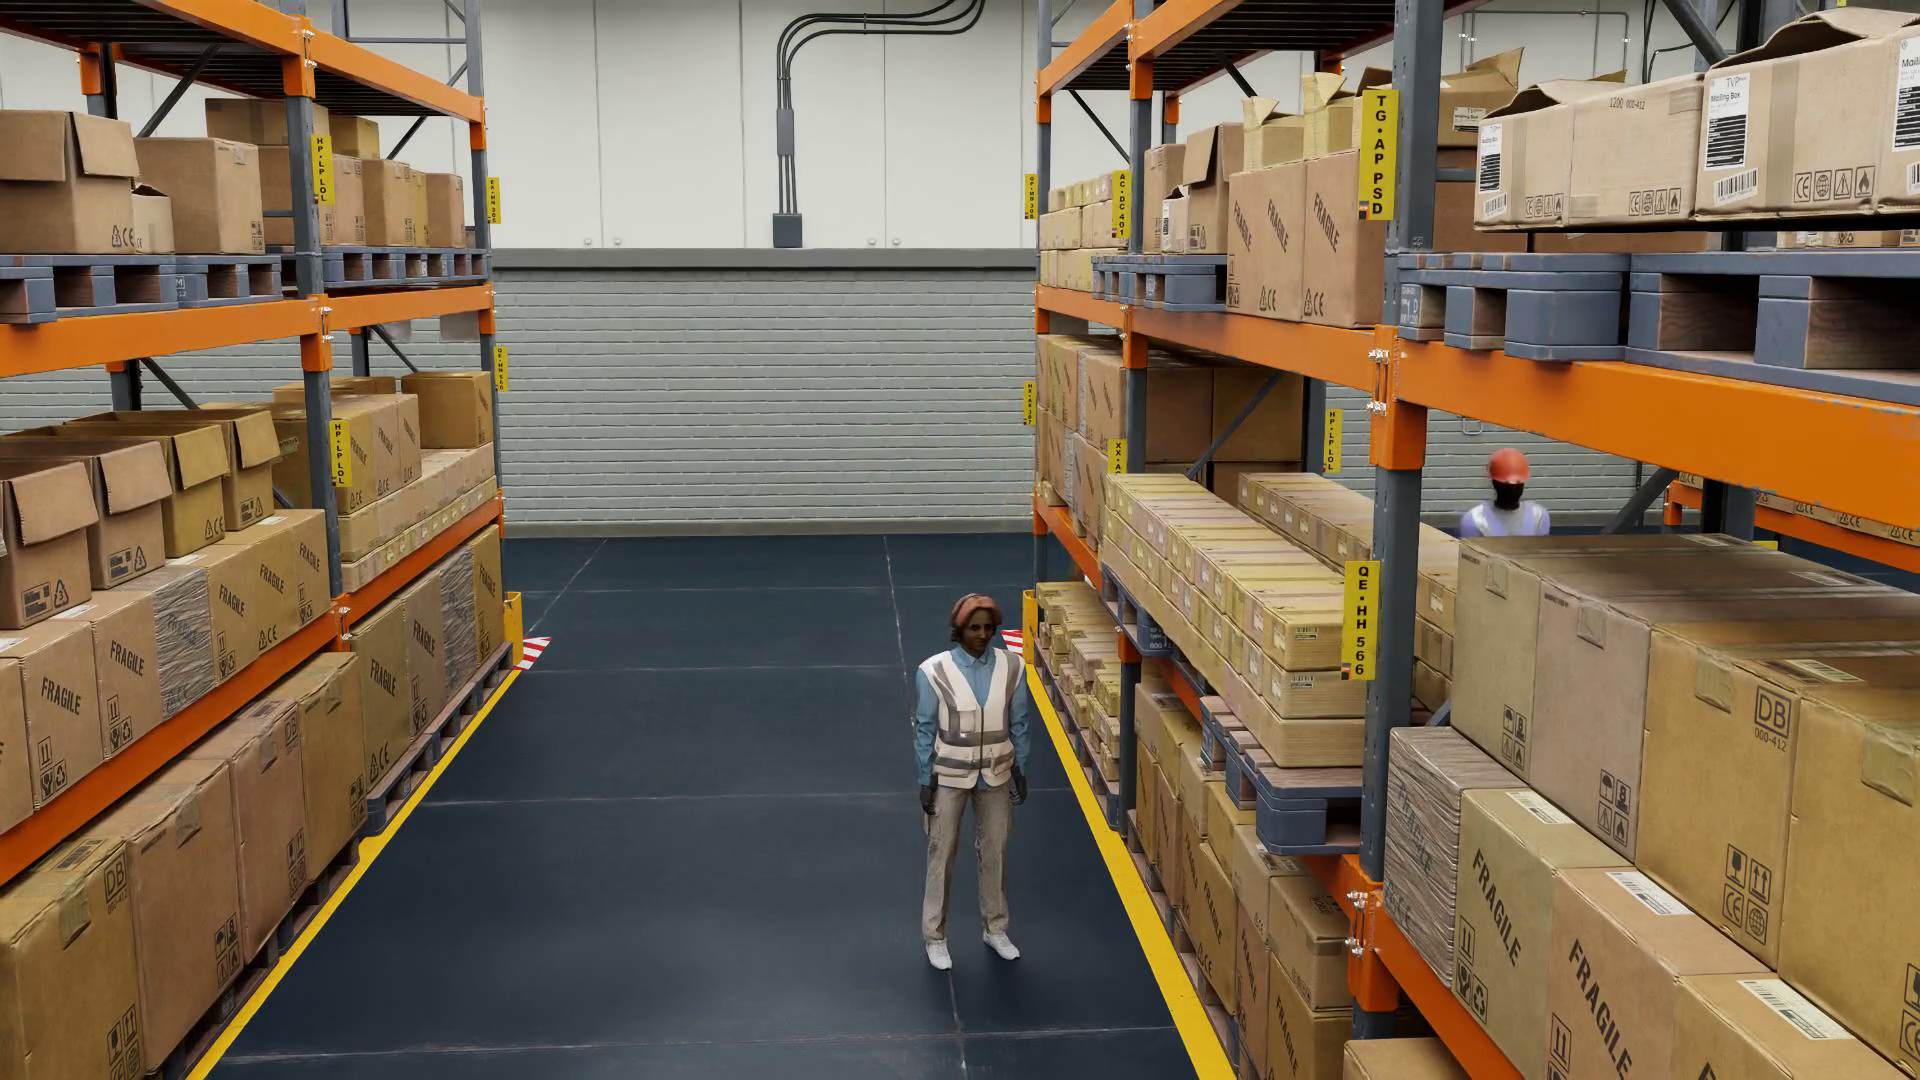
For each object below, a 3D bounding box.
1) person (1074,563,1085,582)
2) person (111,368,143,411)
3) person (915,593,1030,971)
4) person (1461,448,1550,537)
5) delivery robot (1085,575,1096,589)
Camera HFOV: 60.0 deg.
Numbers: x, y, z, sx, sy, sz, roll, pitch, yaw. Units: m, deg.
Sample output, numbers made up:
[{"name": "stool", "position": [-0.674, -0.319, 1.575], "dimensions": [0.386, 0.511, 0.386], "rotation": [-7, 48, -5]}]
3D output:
[{"name": "person", "position": [1.193, -0.281, 14.069], "dimensions": [0.631, 1.883, 0.615], "rotation": [-3, 10, -17]}, {"name": "person", "position": [-8.361, -0.791, 16.822], "dimensions": [0.365, 1.965, 0.608], "rotation": [-7, 12, -35]}, {"name": "person", "position": [0.050, 1.026, 7.121], "dimensions": [0.513, 1.630, 0.318], "rotation": [-3, 10, -19]}, {"name": "person", "position": [3.243, 0.395, 9.954], "dimensions": [0.571, 1.925, 0.547], "rotation": [-1, 10, -6]}, {"name": "delivery robot", "position": [1.357, 0.408, 13.633], "dimensions": [0.477, 0.478, 0.707], "rotation": [-9, 13, -42]}]
